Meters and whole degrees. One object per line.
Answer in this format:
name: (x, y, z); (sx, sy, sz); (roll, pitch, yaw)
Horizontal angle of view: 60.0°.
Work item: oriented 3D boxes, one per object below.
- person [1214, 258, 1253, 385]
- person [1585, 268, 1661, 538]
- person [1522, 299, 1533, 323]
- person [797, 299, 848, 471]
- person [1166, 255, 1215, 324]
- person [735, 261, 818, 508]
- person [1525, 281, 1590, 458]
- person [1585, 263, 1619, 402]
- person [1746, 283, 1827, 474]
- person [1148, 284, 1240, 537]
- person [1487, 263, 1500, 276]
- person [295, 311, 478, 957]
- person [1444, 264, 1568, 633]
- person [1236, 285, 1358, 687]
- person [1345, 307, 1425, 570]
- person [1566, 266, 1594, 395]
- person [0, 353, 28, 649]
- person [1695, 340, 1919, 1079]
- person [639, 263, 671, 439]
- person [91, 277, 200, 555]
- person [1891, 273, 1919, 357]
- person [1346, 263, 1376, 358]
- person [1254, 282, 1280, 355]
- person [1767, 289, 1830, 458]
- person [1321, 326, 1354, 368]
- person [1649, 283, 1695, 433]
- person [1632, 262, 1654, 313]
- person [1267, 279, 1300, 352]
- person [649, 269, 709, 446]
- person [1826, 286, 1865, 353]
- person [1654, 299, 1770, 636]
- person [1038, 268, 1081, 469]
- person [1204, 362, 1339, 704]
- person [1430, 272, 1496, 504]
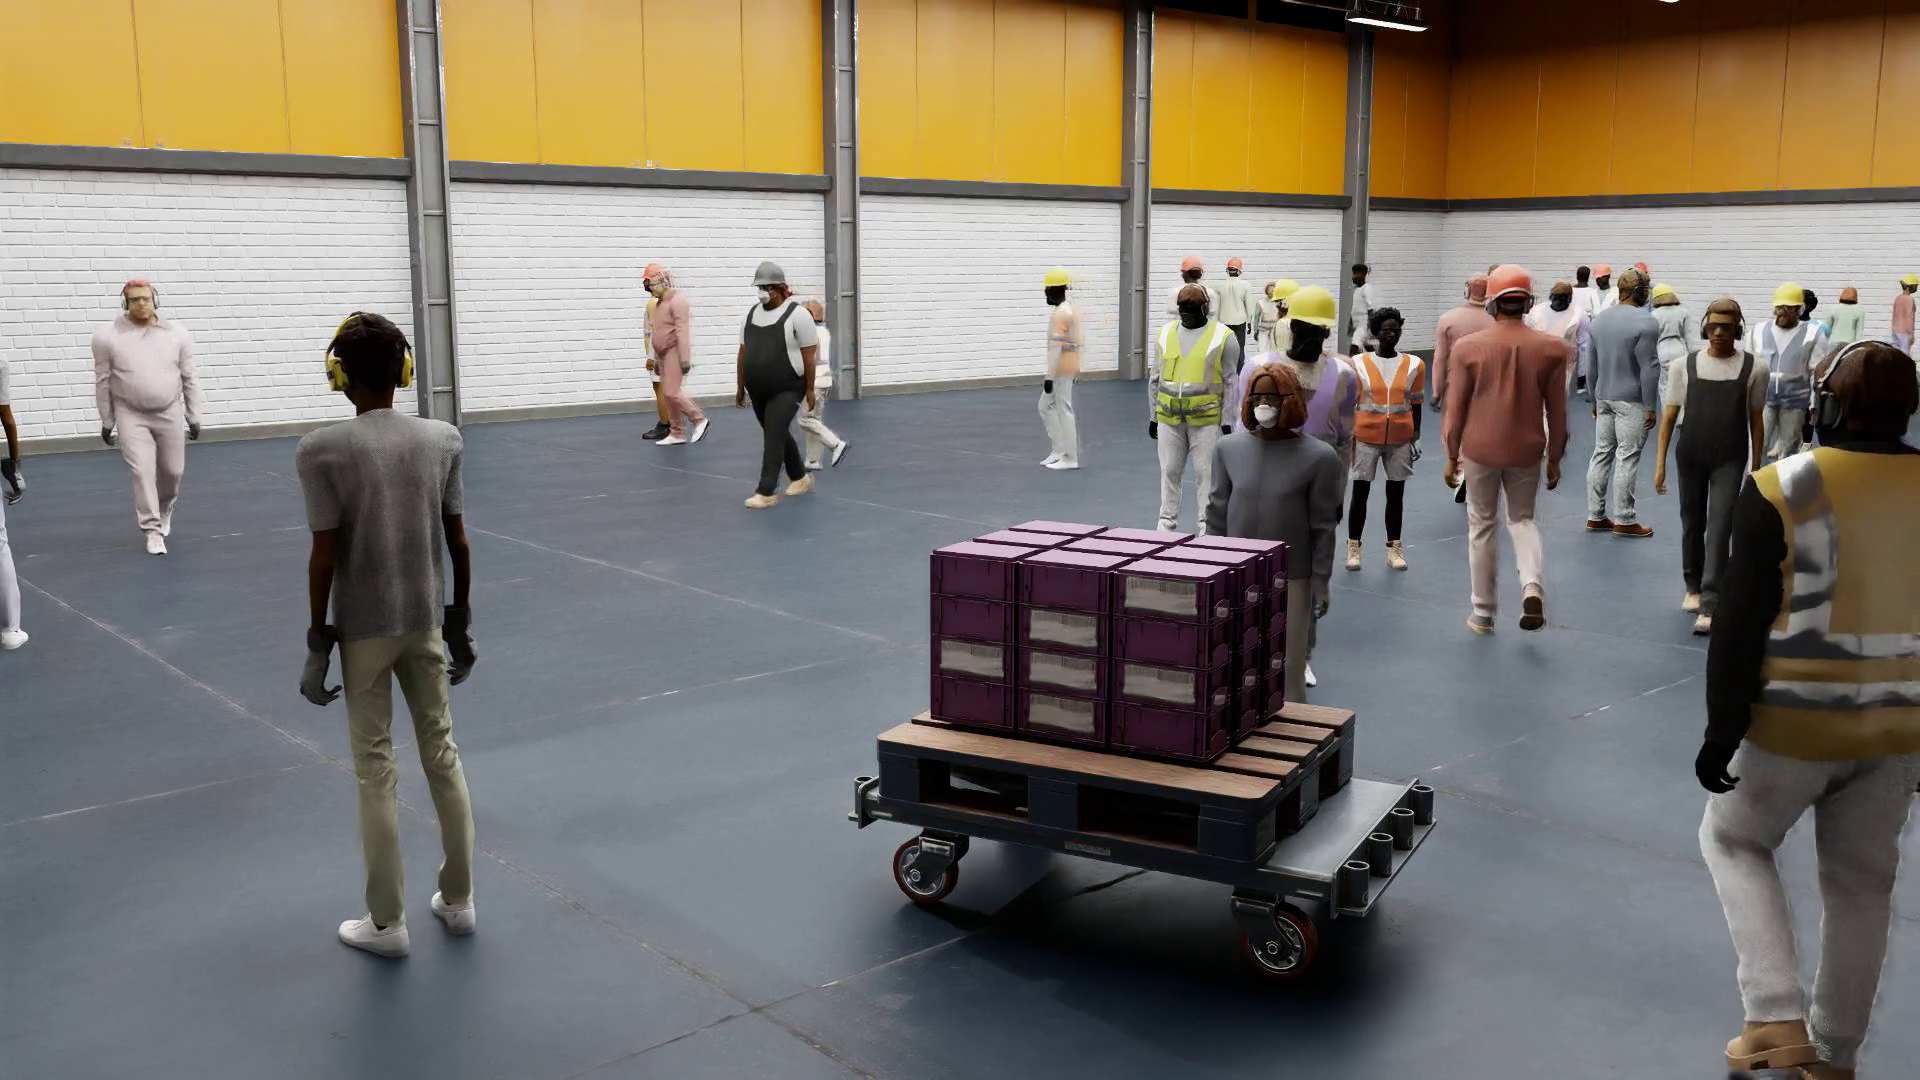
person: (4.291, -3.422, 26.107); (0.612, 1.995, 0.376); (4, 10, 21)
person: (4.794, -0.988, 12.019); (0.358, 1.938, 0.636); (-4, 10, -21)
person: (7.537, -2.786, 22.867); (0.598, 1.838, 1.000); (3, 10, 15)
person: (-1.315, -1.444, 15.606); (0.491, 1.620, 0.531); (3, 10, 19)
person: (2.741, -2.366, 19.812); (0.627, 2.033, 0.491); (-3, 10, -17)
person: (-1.496, -1.325, 13.698); (0.692, 2.000, 1.009); (6, 11, 32)
person: (6.063, -1.760, 17.020); (0.708, 1.786, 0.945); (8, 12, 38)
person: (8.886, -2.859, 23.019); (0.480, 1.921, 0.579); (-9, 13, -42)
person: (6.357, -1.077, 12.922); (0.626, 1.800, 0.807); (7, 12, 34)
person: (1.569, -0.820, 11.344); (0.621, 1.838, 0.429); (5, 11, 26)
person: (8.129, -3.242, 25.295); (0.635, 1.921, 0.742); (5, 11, 27)
person: (-1.660, 0.277, 4.836); (0.535, 1.864, 0.309); (-10, 14, -44)
person: (2.887, -0.459, 8.801); (0.620, 1.982, 0.560); (1, 10, 4)
person: (1.616, -0.297, 8.119); (0.597, 1.892, 0.881); (0, 10, 1)
person: (2.724, -0.642, 10.711); (0.548, 1.696, 0.336); (0, 10, 2)
person: (9.031, -3.066, 24.347); (0.586, 1.893, 0.915); (5, 11, 26)
person: (-5.075, -0.346, 8.476); (0.536, 1.866, 0.314); (-6, 12, -33)
person: (2.075, 0.444, 3.966); (0.659, 1.826, 0.450); (0, 10, -2)
person: (-3.360, -2.086, 18.443); (0.347, 1.943, 0.545); (1, 10, 5)
person: (-5.623, -0.874, 11.531); (0.650, 1.883, 0.822); (-7, 12, -34)
person: (14.137, -3.099, 24.915); (0.352, 1.773, 0.534); (1, 10, 5)
person: (6.300, -3.382, 26.140); (1.021, 1.907, 0.618); (0, 10, 0)
person: (4.872, -3.234, 26.149); (0.514, 1.606, 0.744); (2, 10, 11)
person: (8.308, -1.632, 16.493); (0.318, 1.700, 0.535); (-6, 11, -31)
person: (2.149, -0.593, 10.241); (0.528, 1.748, 0.397); (2, 10, 11)
person: (8.132, -2.083, 19.099); (0.558, 1.699, 0.451); (0, 10, -1)
person: (11.687, -3.847, 28.831); (0.565, 1.909, 0.728); (-1, 10, -5)
person: (2.866, -1.365, 14.570); (0.403, 1.823, 0.586); (7, 12, 34)
person: (-3.057, -1.940, 17.762); (0.475, 1.883, 0.672); (-6, 11, -30)
person: (12.534, -2.798, 23.601); (0.498, 1.603, 0.712); (4, 11, 24)
person: (4.125, -0.423, 9.150); (0.525, 1.803, 0.949); (6, 11, 31)
person: (0.895, -1.610, 15.740); (0.534, 1.908, 0.622); (2, 10, 10)
person: (1.153, 0.150, 6.248); (0.498, 1.634, 0.280); (5, 11, 26)
person: (4.114, -1.186, 13.309); (0.649, 1.897, 0.597); (0, 10, 2)
